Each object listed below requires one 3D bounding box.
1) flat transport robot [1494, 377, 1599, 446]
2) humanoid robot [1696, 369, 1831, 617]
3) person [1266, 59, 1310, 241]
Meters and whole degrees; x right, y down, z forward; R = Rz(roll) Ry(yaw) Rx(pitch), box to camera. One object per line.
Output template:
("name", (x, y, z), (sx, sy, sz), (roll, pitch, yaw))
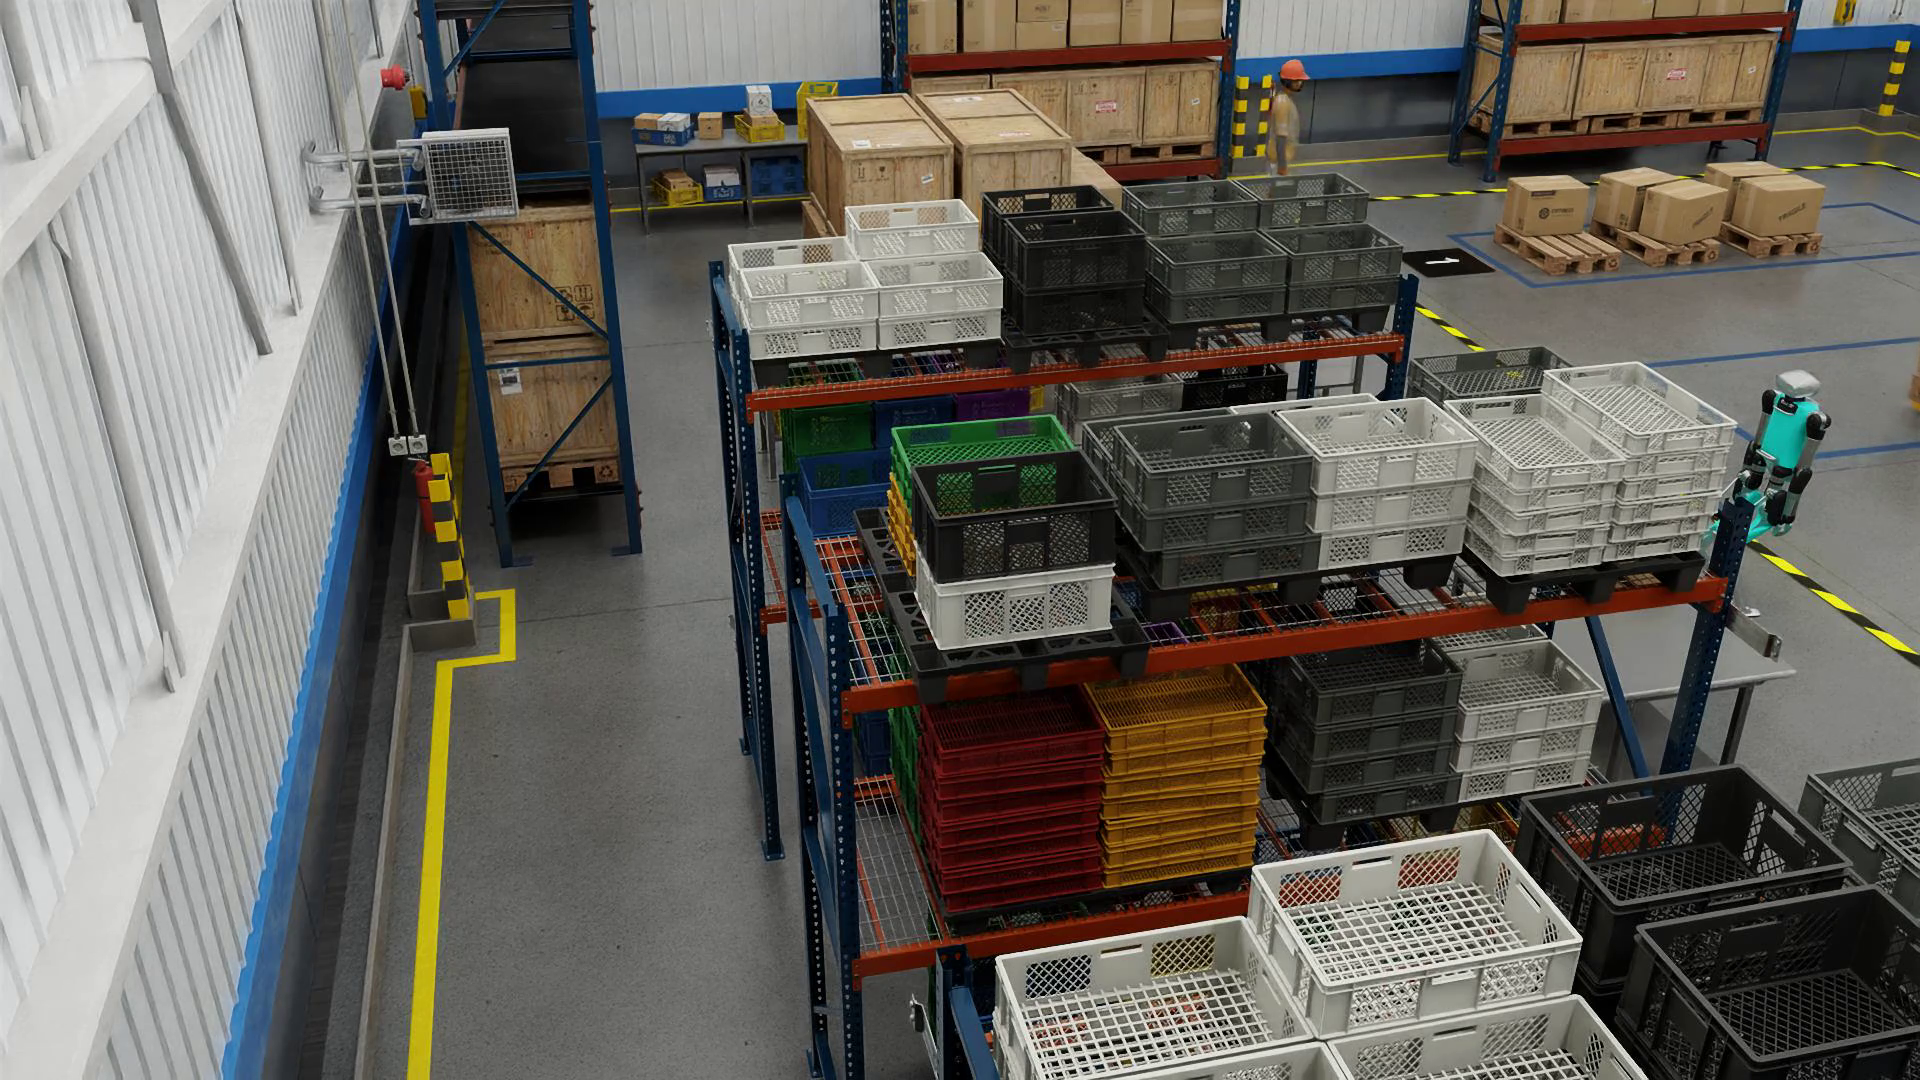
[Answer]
("flat transport robot", (4.780, -1.036, 14.013), (0.659, 0.231, 1.431), (-6, 28, -12))
("humanoid robot", (5.108, -0.276, 10.850), (0.735, 1.677, 0.533), (-7, 29, -13))
("person", (3.531, -4.181, 18.077), (0.382, 2.045, 0.604), (7, 29, 14))
